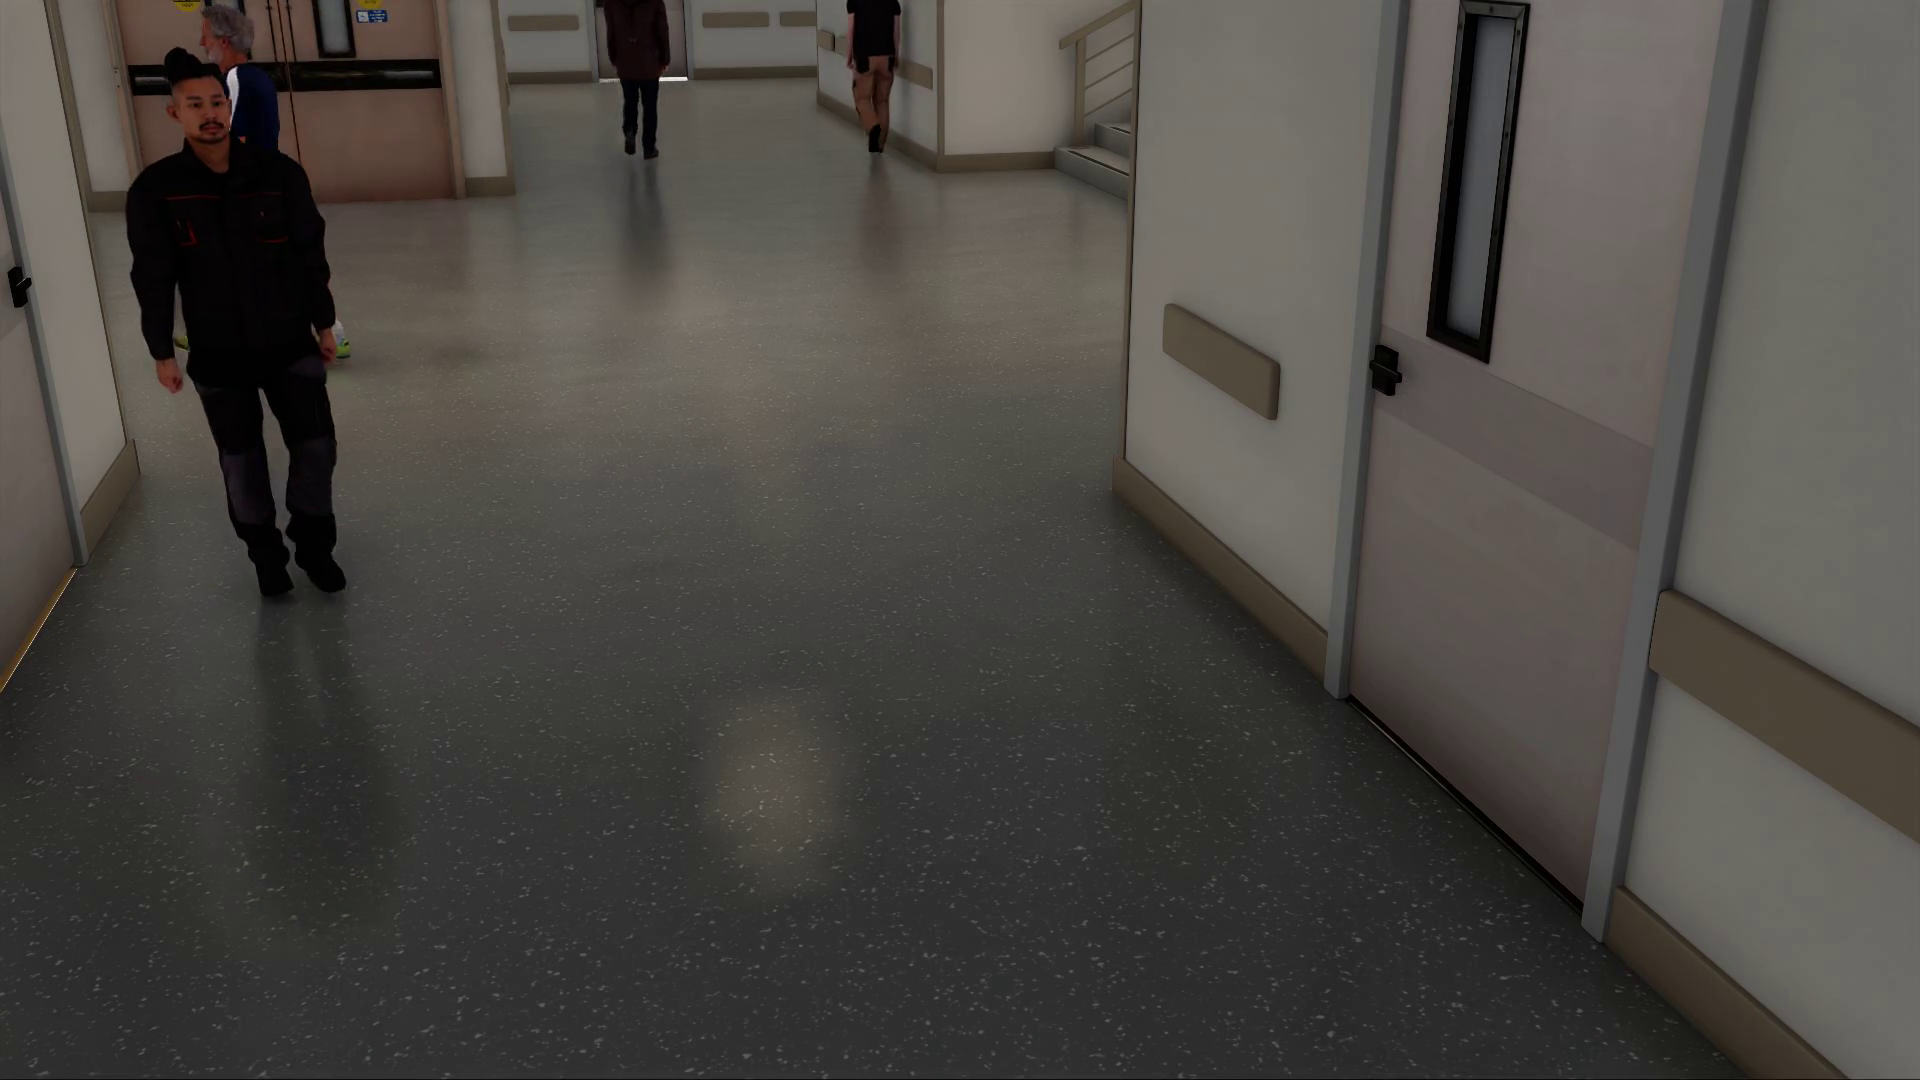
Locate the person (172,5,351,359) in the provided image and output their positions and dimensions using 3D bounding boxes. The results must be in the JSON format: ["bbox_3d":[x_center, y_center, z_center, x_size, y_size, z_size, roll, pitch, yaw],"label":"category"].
[{"bbox_3d":[-3.493,-1.751,8.477,1.121,1.787,0.657,-6,22,-16],"label":"person"}]

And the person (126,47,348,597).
[{"bbox_3d":[-2.432,-0.718,5.660,0.700,1.851,0.902,-10,23,-25],"label":"person"}]

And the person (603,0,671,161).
[{"bbox_3d":[-3.054,-4.500,15.671,0.828,1.832,0.934,2,21,4],"label":"person"}]

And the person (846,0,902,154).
[{"bbox_3d":[-0.828,-4.634,16.034,0.928,1.825,0.750,-4,21,-11],"label":"person"}]
